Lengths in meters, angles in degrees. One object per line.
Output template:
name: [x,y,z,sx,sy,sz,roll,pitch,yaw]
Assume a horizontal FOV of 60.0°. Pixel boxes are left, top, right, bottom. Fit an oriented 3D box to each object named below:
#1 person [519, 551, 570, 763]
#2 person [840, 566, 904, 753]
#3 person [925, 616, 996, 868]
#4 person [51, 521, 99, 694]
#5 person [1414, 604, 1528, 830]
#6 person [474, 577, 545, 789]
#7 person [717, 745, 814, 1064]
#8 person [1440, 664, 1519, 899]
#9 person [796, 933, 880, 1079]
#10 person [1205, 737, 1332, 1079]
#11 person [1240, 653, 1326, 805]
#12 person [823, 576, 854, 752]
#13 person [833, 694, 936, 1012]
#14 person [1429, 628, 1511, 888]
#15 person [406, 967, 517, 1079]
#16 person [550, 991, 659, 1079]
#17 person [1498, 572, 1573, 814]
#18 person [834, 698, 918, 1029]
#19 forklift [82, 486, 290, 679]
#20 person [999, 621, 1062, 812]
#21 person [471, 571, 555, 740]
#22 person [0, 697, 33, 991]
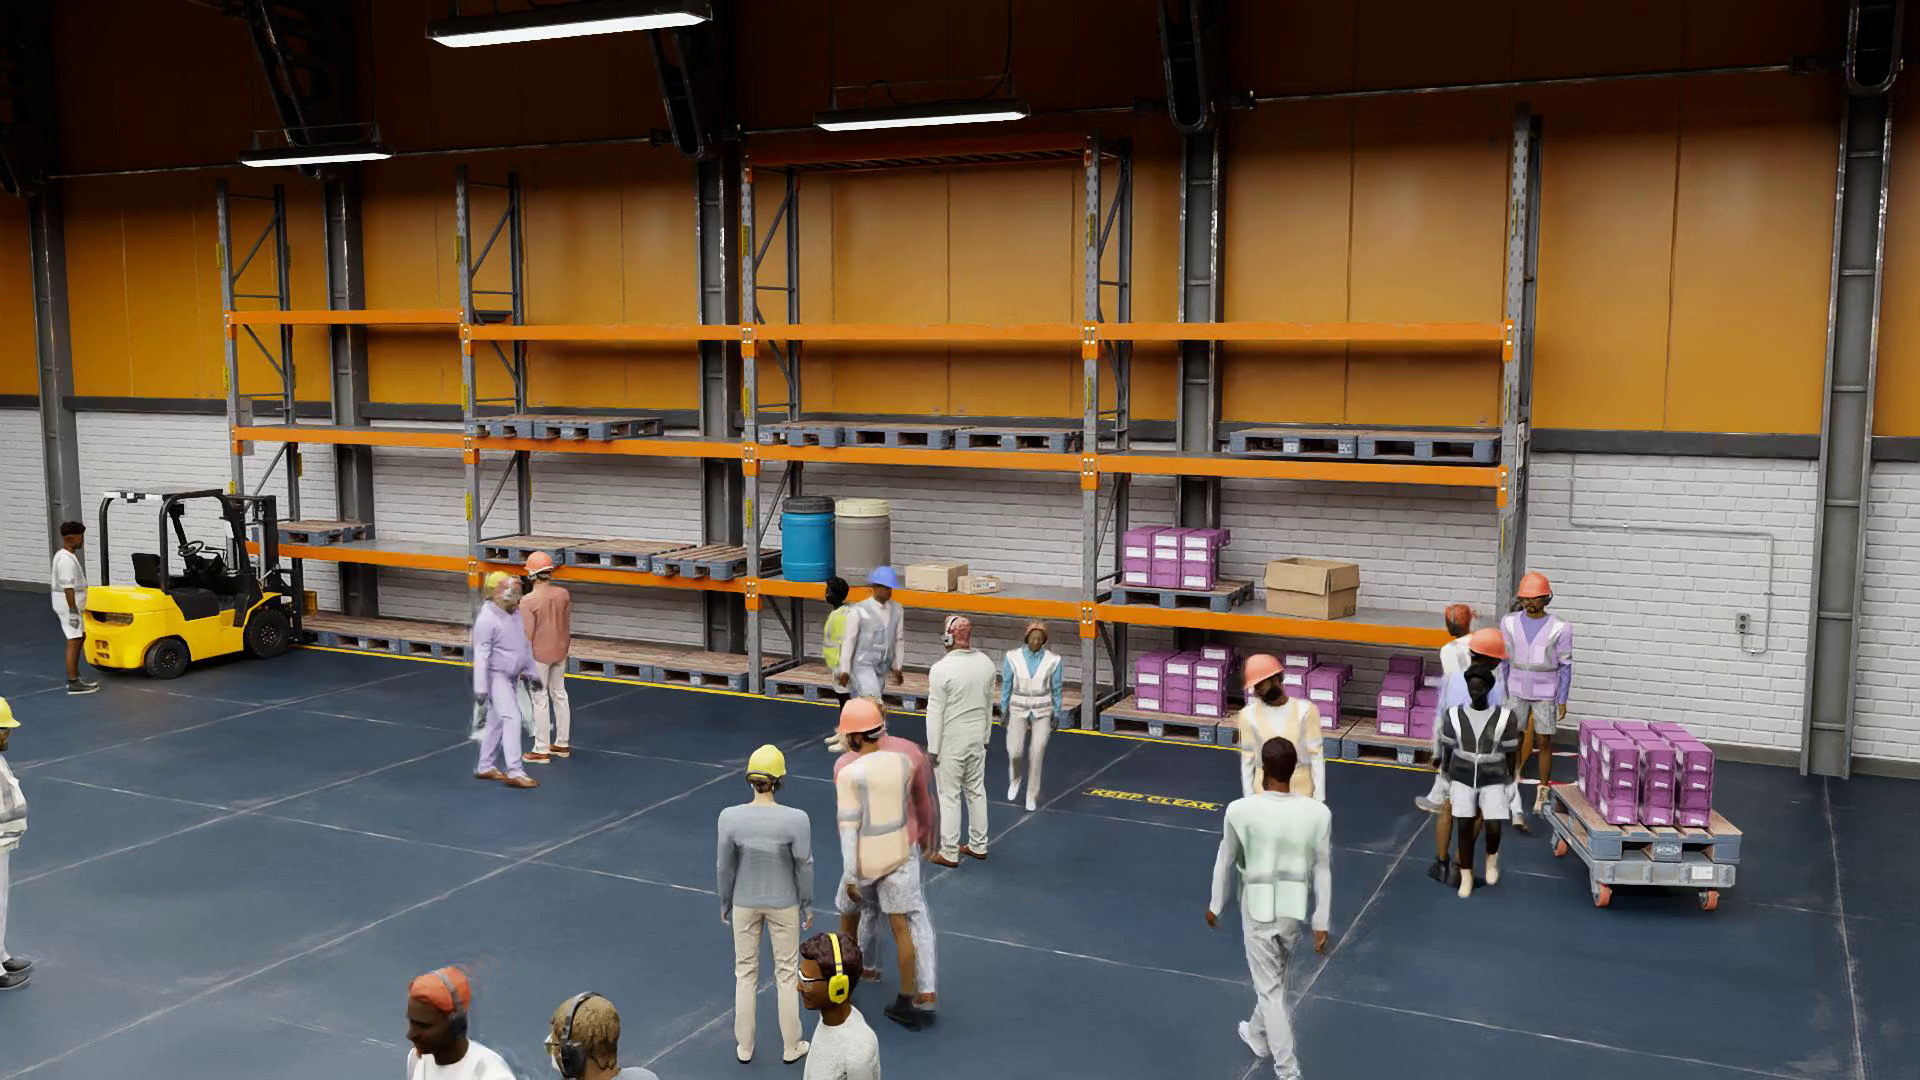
person: [-3.923,1.098,15.667,0.378,1.996,0.611,4,8,31]
person: [-0.840,1.173,15.512,0.934,1.900,0.611,7,10,44]
person: [-0.023,1.518,12.625,0.400,1.900,0.637,7,10,44]
person: [-9.968,0.758,18.683,0.400,1.960,0.639,-4,8,-31]
person: [4.250,1.442,13.627,0.627,1.819,1.071,-3,8,-24]
person: [-4.010,1.264,14.841,0.825,1.864,0.662,1,7,9]
person: [-1.064,2.000,9.156,0.535,1.767,0.316,0,7,4]
person: [3.681,1.712,11.838,0.546,1.685,0.391,3,8,24]
person: [-0.457,2.327,6.030,0.323,1.871,0.528,-3,7,-21]
person: [1.675,1.982,8.918,0.597,1.871,0.994,-2,7,-15]
person: [2.164,1.700,11.147,0.594,1.887,0.547,2,7,13]
person: [-1.164,1.196,16.086,0.318,1.696,0.548,-1,7,-8]
person: [-0.418,1.854,9.956,0.730,1.879,1.040,-5,8,-34]
person: [3.711,1.573,12.094,0.422,1.913,0.613,-4,8,-27]
person: [-1.764,2.384,5.785,0.579,1.820,1.030,5,8,35]
person: [-1.143,2.387,5.314,0.381,1.928,0.635,2,7,17]
person: [4.803,1.281,13.962,0.609,2.044,0.397,5,9,36]
person: [-0.557,1.856,9.834,0.561,1.877,1.005,-5,8,-35]
forklift: [-9.426,0.454,20.179,1.214,2.155,2.313,3,8,26]
person: [0.599,1.477,14.032,0.532,1.619,0.364,0,7,2]
person: [-4.468,1.157,16.409,0.863,1.694,0.504,3,7,20]
person: [-5.928,1.851,10.182,0.403,1.820,0.602,-4,8,-29]
